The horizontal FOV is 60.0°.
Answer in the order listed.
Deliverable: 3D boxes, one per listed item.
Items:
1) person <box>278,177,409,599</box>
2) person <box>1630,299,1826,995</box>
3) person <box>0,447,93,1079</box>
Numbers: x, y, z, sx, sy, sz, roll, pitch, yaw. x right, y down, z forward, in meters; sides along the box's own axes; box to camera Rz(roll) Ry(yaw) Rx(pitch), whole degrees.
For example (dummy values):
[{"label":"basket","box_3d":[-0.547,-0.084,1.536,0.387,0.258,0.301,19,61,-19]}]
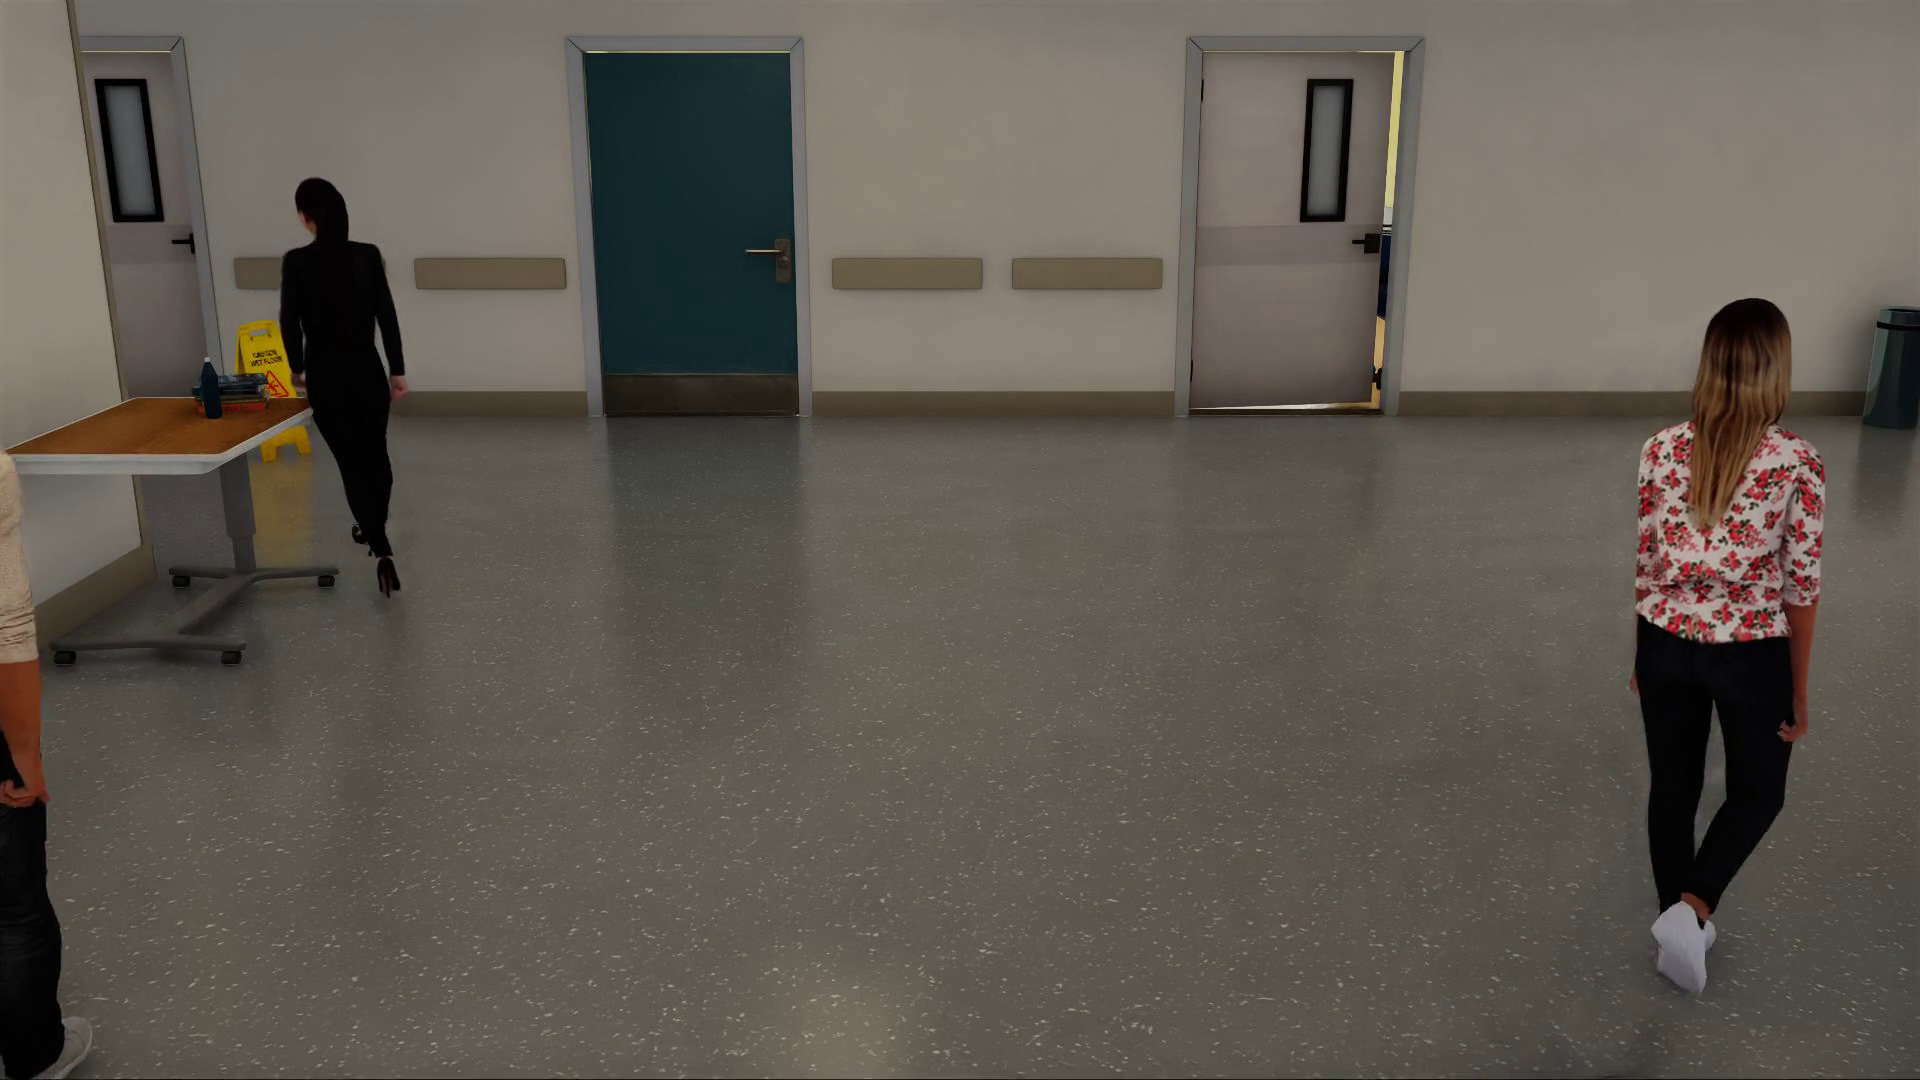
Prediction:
[{"label":"person","box_3d":[-2.462,-0.570,6.724,1.047,1.653,1.021,-10,18,-31]},{"label":"person","box_3d":[1.661,0.292,3.743,0.879,1.612,0.923,15,21,42]},{"label":"person","box_3d":[-1.929,0.412,3.020,1.110,1.774,0.817,-2,16,-8]}]
